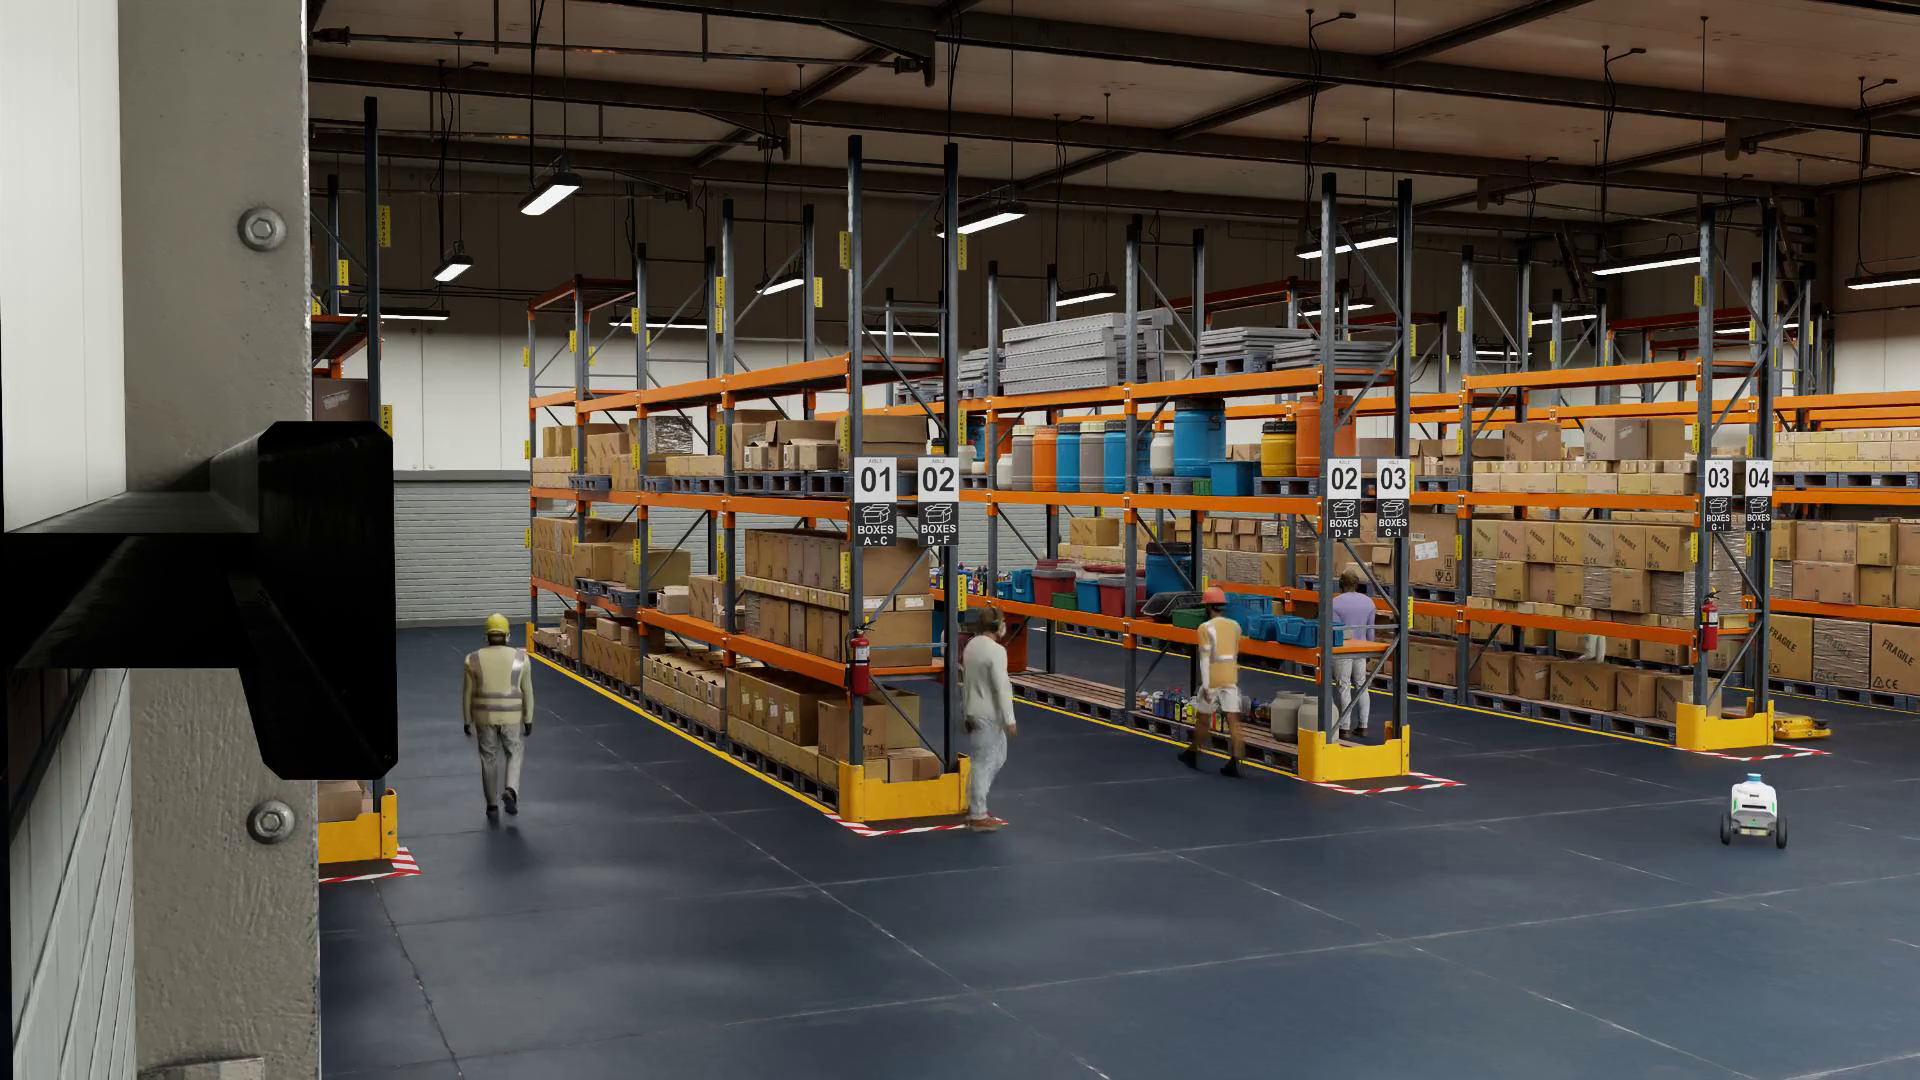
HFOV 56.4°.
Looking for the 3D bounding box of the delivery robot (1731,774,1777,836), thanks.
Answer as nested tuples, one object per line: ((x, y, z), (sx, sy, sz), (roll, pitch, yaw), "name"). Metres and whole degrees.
((6.601, 2.188, 14.899), (0.477, 0.478, 0.707), (1, 2, 23), "delivery robot")

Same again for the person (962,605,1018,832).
((0.253, 1.525, 15.319), (0.480, 1.923, 0.646), (-1, 2, -19), "person")

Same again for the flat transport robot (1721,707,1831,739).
((9.424, 2.137, 21.097), (0.652, 0.197, 1.431), (-1, 2, -23), "flat transport robot")

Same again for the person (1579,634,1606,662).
((8.862, 1.296, 25.156), (0.548, 1.611, 0.545), (-1, 3, -34), "person")

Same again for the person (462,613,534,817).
((-4.088, 1.555, 15.843), (0.617, 1.817, 0.598), (0, 2, -12), "person")

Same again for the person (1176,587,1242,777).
((2.584, 1.426, 18.306), (0.552, 1.889, 0.967), (-1, 2, -27), "person")

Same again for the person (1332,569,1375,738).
((4.505, 1.309, 20.708), (0.634, 1.937, 0.355), (-1, 2, -22), "person")

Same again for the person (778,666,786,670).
((-2.337, 1.311, 25.098), (0.501, 1.596, 0.837), (-1, 2, -28), "person")

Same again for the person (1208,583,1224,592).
((3.324, 1.364, 23.309), (0.536, 1.624, 0.366), (-1, 2, -21), "person")

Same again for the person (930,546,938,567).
((-0.526, 0.755, 34.608), (0.406, 1.986, 0.617), (2, 3, 36), "person")

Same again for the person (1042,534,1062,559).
((1.981, 0.764, 36.550), (0.637, 1.810, 0.828), (0, 2, 2), "person")
